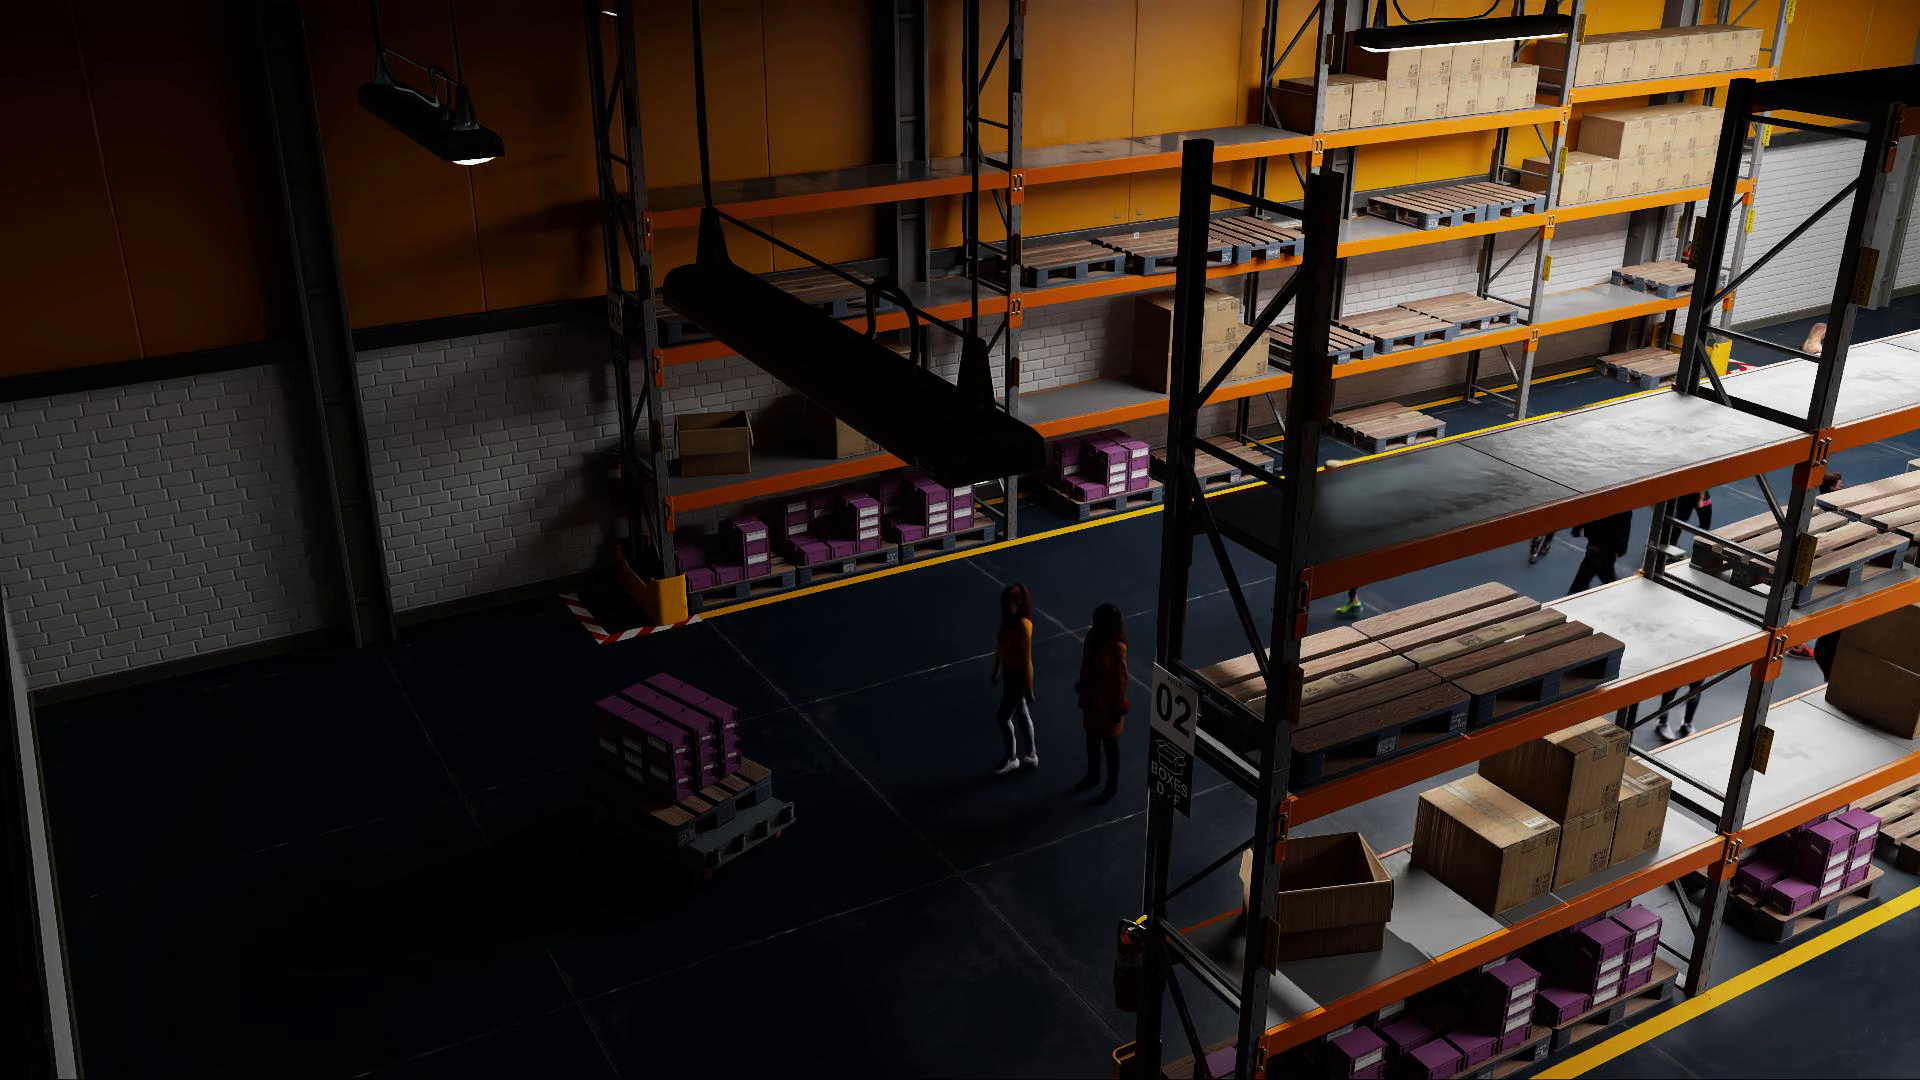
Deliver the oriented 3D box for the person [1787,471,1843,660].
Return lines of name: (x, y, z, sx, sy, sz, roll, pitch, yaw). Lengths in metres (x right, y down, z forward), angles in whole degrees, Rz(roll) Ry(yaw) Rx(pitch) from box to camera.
person: (8.051, 0.219, 15.726, 0.680, 1.854, 0.715, -3, 24, -7)

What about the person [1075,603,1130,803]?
person: (1.148, 1.305, 13.409, 0.653, 1.720, 0.730, -19, 30, -37)

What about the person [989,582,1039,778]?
person: (0.543, 1.132, 13.785, 0.701, 1.735, 0.657, -11, 26, -23)

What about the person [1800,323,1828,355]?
person: (10.539, -1.879, 20.720, 0.620, 1.698, 0.666, -4, 24, -8)

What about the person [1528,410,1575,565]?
person: (6.417, -0.602, 17.818, 0.902, 1.683, 1.031, 13, 27, 26)

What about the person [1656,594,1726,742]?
person: (6.313, 0.925, 14.301, 0.599, 1.702, 0.703, 0, 24, 0)

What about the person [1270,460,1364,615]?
person: (3.730, 0.028, 16.420, 1.275, 1.648, 0.975, -2, 24, -4)
